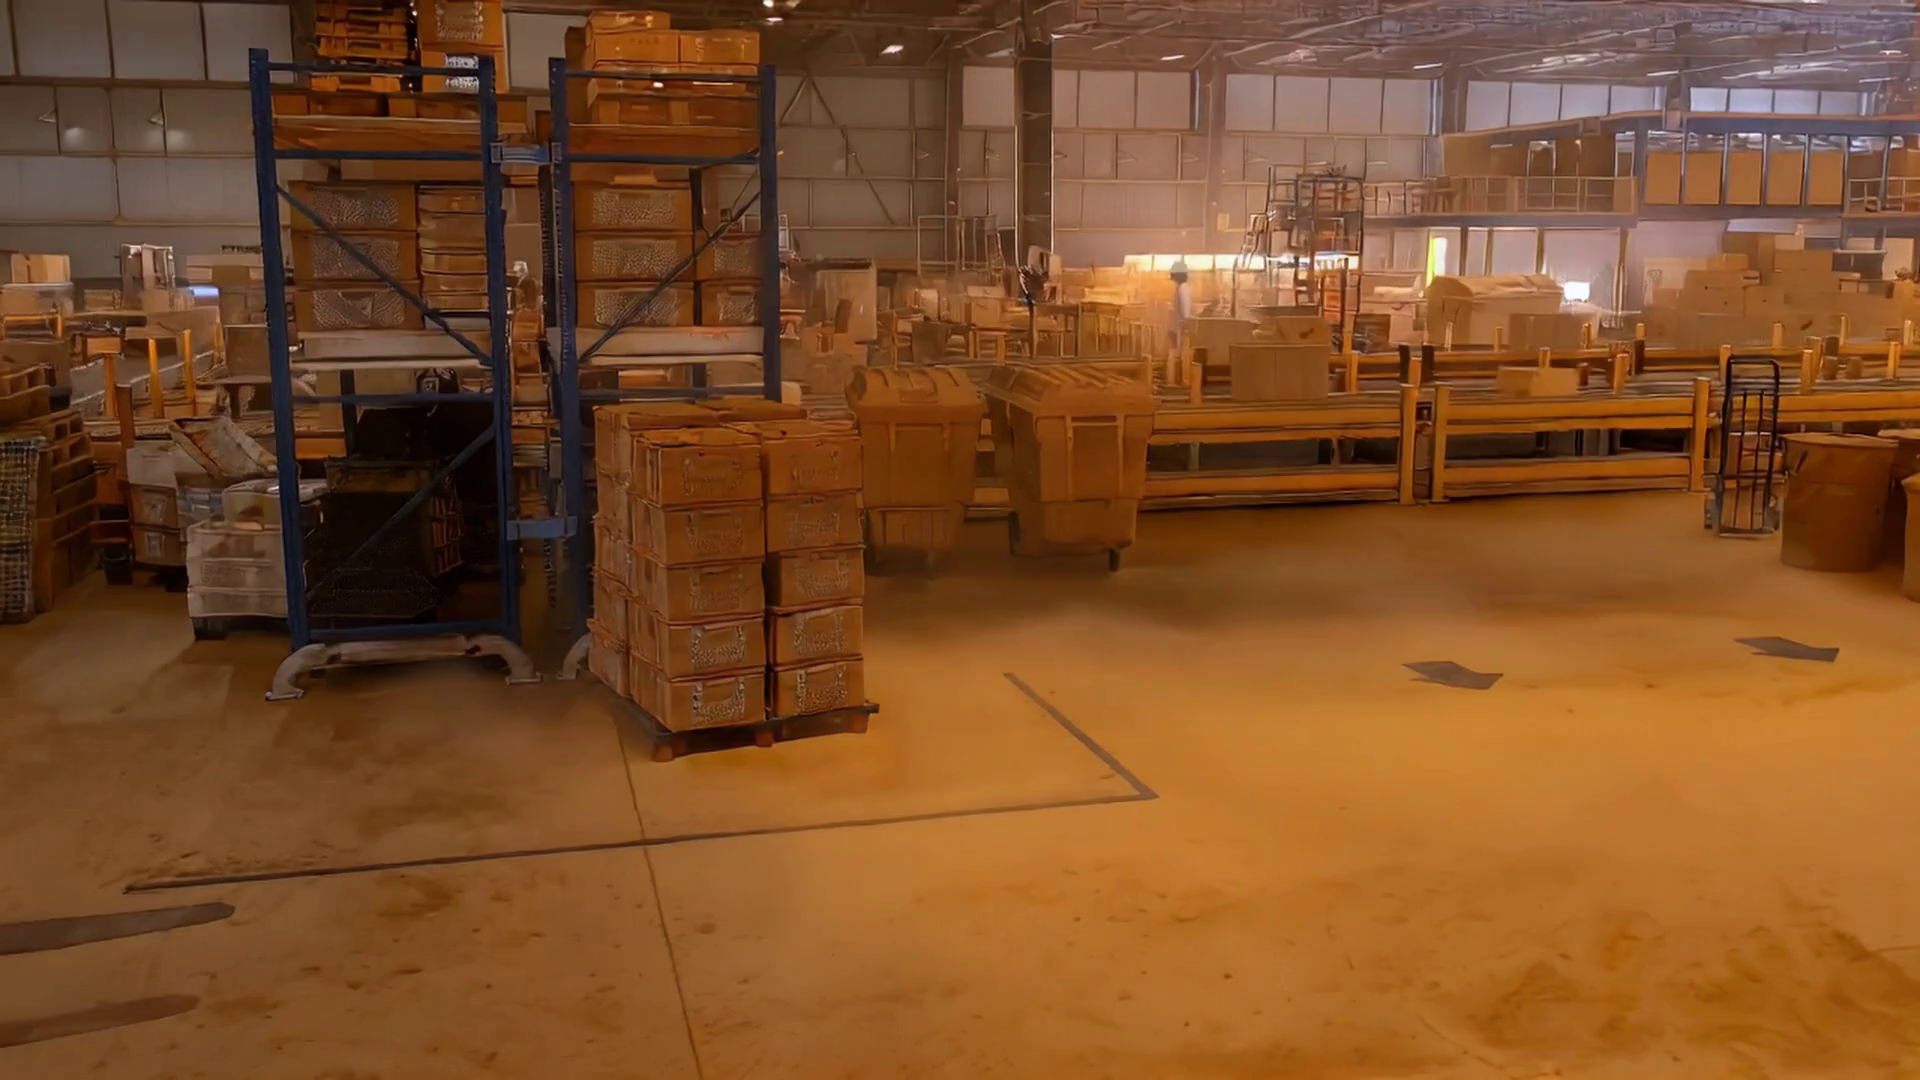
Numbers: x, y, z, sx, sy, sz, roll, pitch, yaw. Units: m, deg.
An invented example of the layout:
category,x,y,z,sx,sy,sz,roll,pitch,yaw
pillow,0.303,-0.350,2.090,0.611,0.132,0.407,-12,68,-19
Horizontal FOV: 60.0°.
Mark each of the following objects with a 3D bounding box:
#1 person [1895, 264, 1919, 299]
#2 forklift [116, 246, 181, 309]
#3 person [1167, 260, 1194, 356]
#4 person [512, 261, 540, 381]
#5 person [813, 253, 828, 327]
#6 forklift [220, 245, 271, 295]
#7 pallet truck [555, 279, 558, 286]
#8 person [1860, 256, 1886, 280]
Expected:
category,x,y,z,sx,sy,sz,roll,pitch,yaw
person,15.623,-3.664,27.663,0.591,1.834,0.404,2,10,9
forklift,-19.966,-6.232,40.894,1.157,1.987,2.680,-3,10,-15
person,3.209,-3.152,24.533,0.519,1.916,0.562,0,10,2
person,-6.914,-3.476,26.442,0.396,1.899,0.644,-3,10,-15
person,-3.065,-5.446,37.361,1.074,1.989,0.621,-1,10,-4
forklift,-17.749,-6.334,41.440,1.157,1.987,2.680,-3,10,-17
pallet truck,-10.604,-6.375,44.520,0.653,1.274,1.630,-3,10,-15
person,21.960,-5.889,40.115,0.572,1.886,0.355,6,12,32
